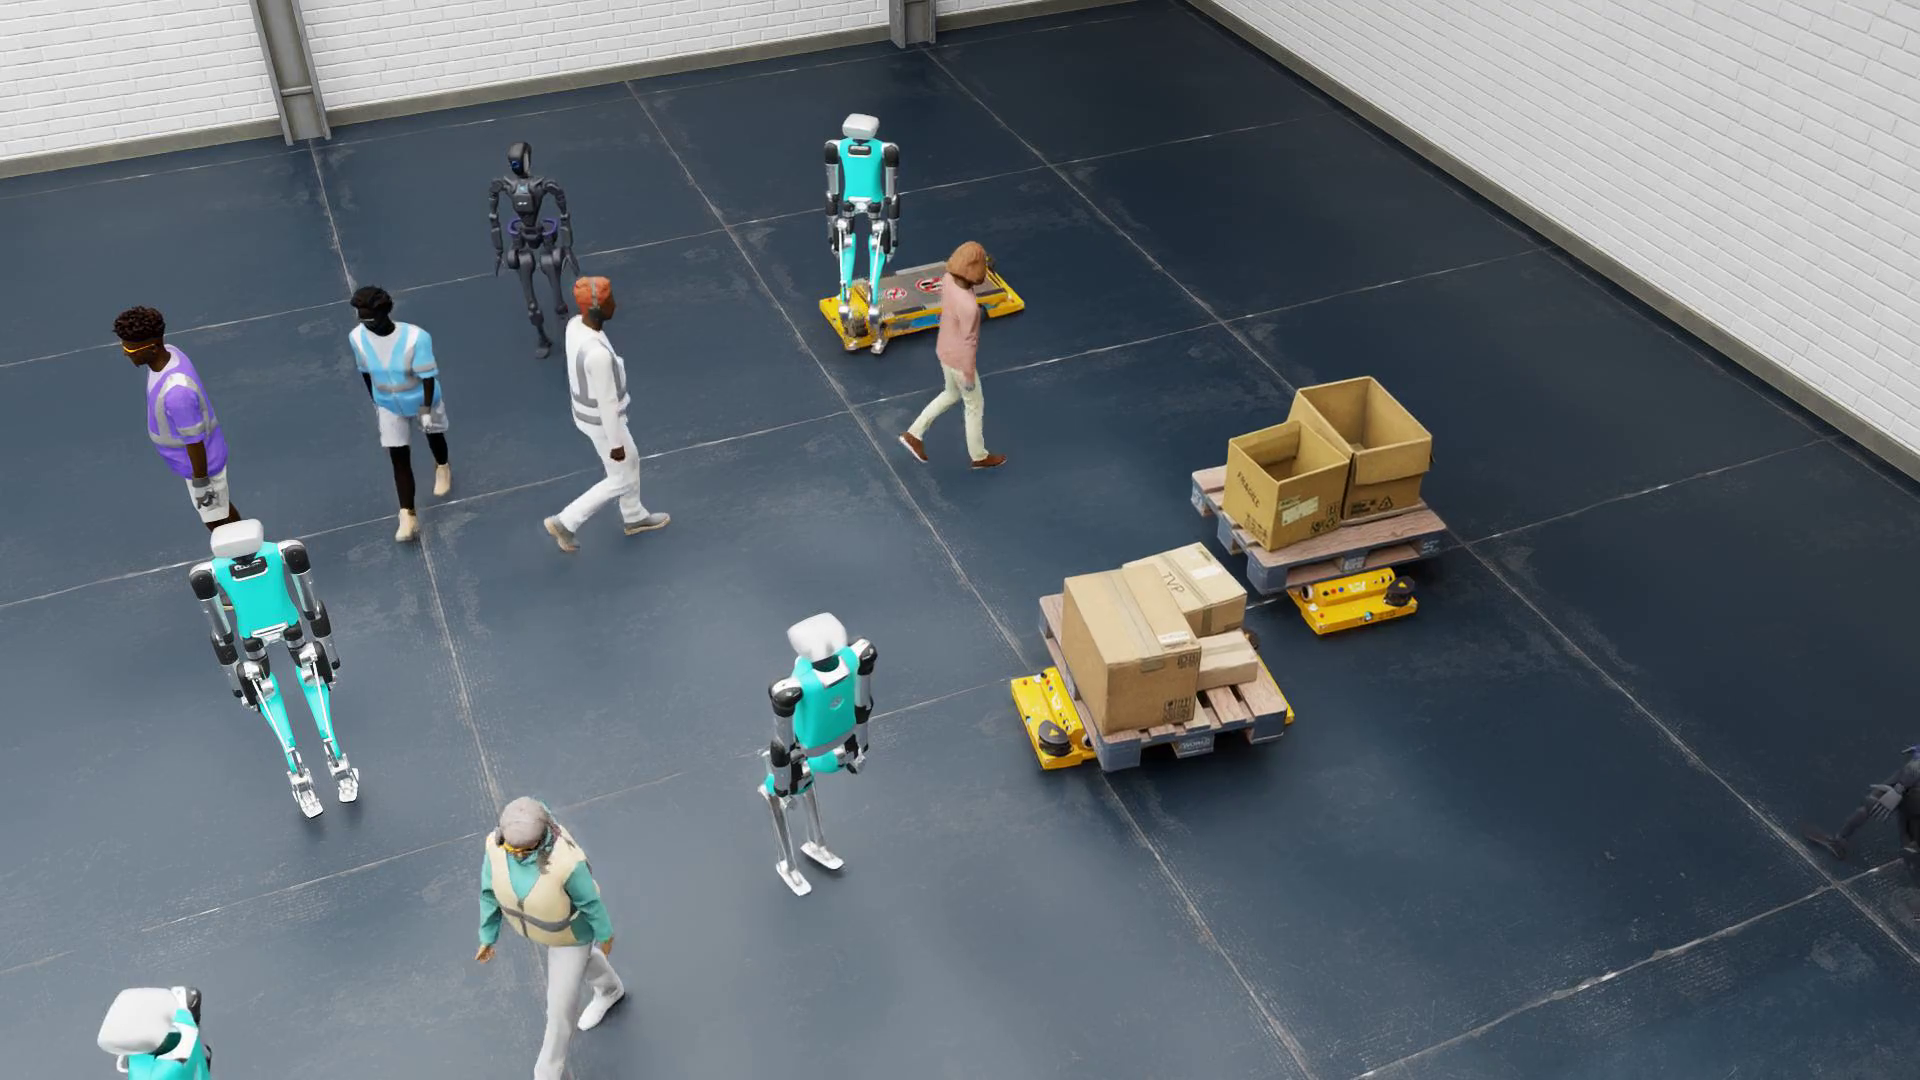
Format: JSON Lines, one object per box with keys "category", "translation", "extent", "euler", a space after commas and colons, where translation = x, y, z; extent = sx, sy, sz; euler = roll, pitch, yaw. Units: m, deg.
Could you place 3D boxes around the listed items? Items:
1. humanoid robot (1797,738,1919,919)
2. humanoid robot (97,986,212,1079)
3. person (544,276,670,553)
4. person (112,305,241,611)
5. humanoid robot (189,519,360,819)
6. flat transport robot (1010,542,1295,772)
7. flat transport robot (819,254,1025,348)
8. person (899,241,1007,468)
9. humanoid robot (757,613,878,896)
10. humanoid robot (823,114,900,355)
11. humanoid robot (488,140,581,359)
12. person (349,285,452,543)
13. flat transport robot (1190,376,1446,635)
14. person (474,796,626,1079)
{"category": "humanoid robot", "translation": [4.536, 1.070, 7.780], "extent": [0.780, 1.644, 0.610], "euler": [29, 46, 32]}
{"category": "humanoid robot", "translation": [-3.013, 2.284, 6.108], "extent": [0.879, 1.783, 0.532], "euler": [-2, 38, -3]}
{"category": "person", "translation": [-2.181, -0.713, 9.896], "extent": [0.700, 1.858, 0.574], "euler": [-13, 39, -16]}
{"category": "person", "translation": [-4.381, -0.477, 9.514], "extent": [0.370, 1.959, 0.606], "euler": [-18, 41, -22]}
{"category": "humanoid robot", "translation": [-3.240, 0.721, 8.025], "extent": [0.533, 1.672, 0.735], "euler": [-17, 41, -20]}
{"category": "flat transport robot", "translation": [1.053, 0.858, 9.156], "extent": [1.431, 0.231, 0.659], "euler": [-9, 38, -11]}
{"category": "flat transport robot", "translation": [-0.289, -1.824, 12.647], "extent": [1.431, 0.231, 0.659], "euler": [-15, 40, -19]}
{"category": "person", "translation": [-0.059, -1.168, 10.691], "extent": [0.636, 1.608, 0.535], "euler": [-11, 39, -13]}
{"category": "humanoid robot", "translation": [-0.752, 0.959, 7.815], "extent": [0.534, 1.767, 0.756], "euler": [-26, 45, -30]}
{"category": "humanoid robot", "translation": [-0.707, -2.065, 11.696], "extent": [0.530, 1.719, 0.711], "euler": [4, 38, 5]}
{"category": "humanoid robot", "translation": [-3.029, -2.111, 11.865], "extent": [0.614, 1.637, 0.445], "euler": [-1, 38, -2]}
{"category": "person", "translation": [-3.415, -0.815, 10.197], "extent": [0.528, 1.637, 0.882], "euler": [0, 38, 0]}
{"category": "flat transport robot", "translation": [2.171, 0.020, 10.247], "extent": [0.659, 0.231, 1.431], "euler": [-12, 39, -15]}
{"category": "person", "translation": [-1.734, 1.684, 6.933], "extent": [0.487, 1.655, 0.898], "euler": [16, 40, 20]}
